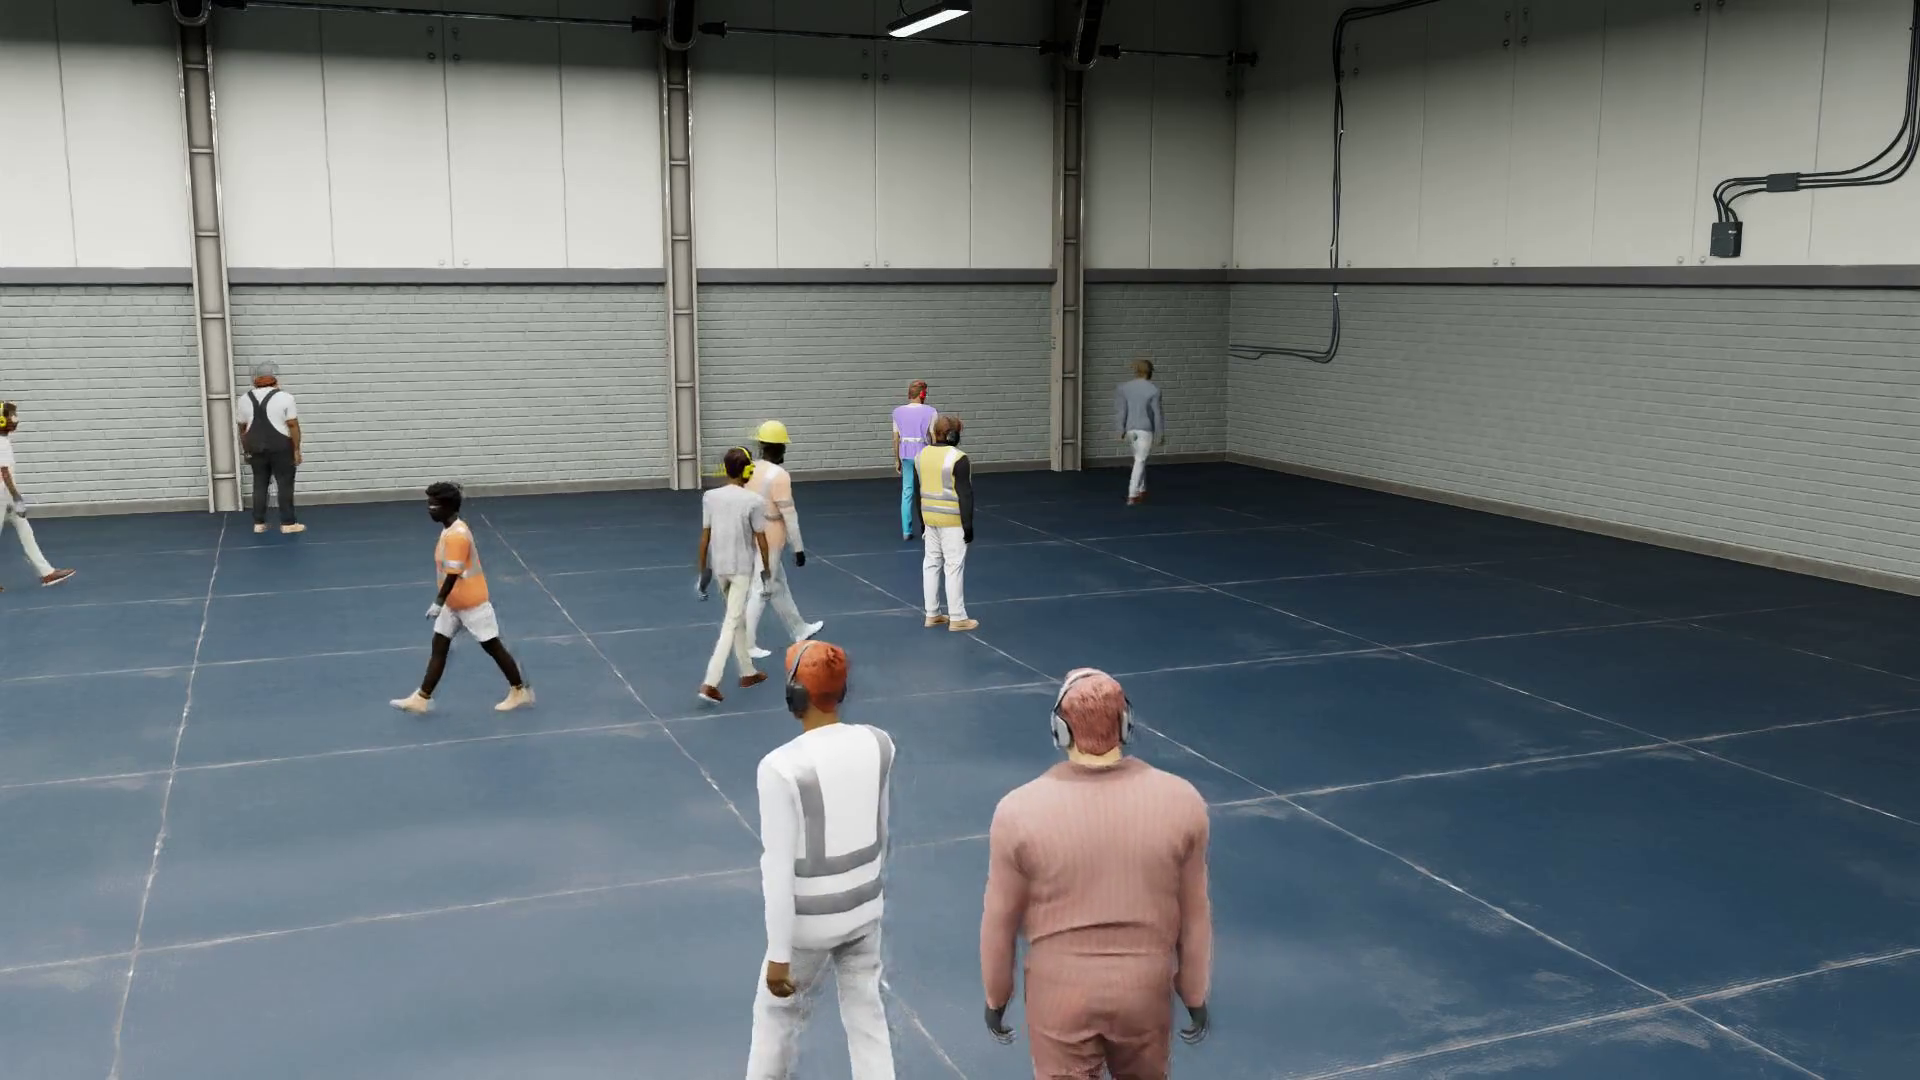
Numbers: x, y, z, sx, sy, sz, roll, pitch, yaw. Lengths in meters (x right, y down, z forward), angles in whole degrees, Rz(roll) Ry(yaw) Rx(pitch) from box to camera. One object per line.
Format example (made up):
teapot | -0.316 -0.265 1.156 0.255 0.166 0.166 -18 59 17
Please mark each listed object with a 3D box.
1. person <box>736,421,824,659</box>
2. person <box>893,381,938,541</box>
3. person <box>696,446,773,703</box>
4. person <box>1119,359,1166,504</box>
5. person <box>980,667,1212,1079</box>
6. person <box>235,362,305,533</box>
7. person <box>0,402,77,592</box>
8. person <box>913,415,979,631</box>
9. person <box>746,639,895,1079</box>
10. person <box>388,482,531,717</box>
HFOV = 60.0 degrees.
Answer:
person | -1.445 -0.011 13.307 0.949 1.876 0.604 -6 11 -35
person | -0.495 -0.895 18.968 0.563 1.837 0.389 4 10 21
person | -1.640 0.241 11.931 0.536 1.823 0.934 4 10 24
person | 2.488 -1.446 22.181 0.838 1.911 0.652 -9 13 -44
person | 0.391 1.311 4.921 0.679 1.894 0.419 -1 9 -5
person | -8.109 -1.098 19.608 0.729 2.000 0.535 0 9 3
person | -9.077 -0.406 15.953 0.959 1.818 0.560 -5 10 -28
person | -0.109 -0.147 14.265 0.430 1.845 0.620 -9 13 -44
person | -0.529 1.232 5.576 0.889 1.846 0.601 9 13 44
person | -3.410 0.414 11.375 0.951 1.634 0.526 -5 10 -27
